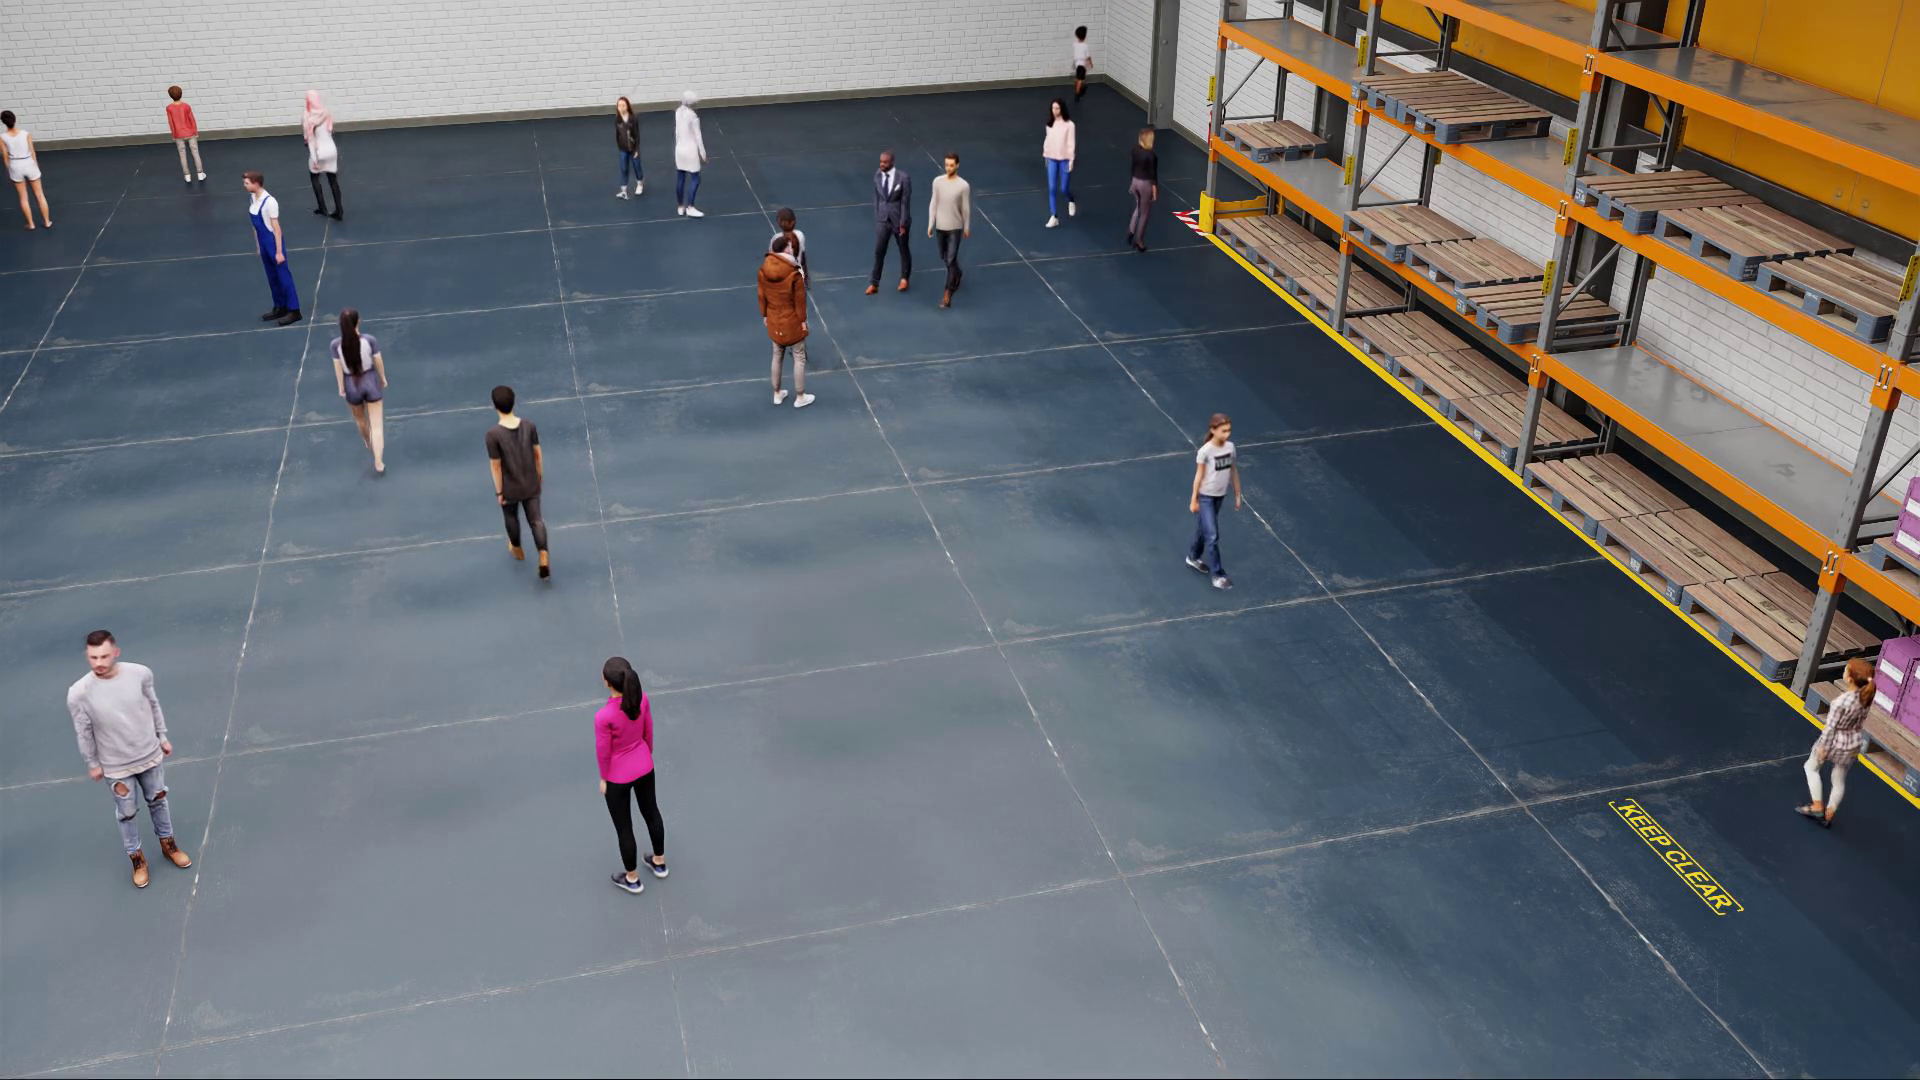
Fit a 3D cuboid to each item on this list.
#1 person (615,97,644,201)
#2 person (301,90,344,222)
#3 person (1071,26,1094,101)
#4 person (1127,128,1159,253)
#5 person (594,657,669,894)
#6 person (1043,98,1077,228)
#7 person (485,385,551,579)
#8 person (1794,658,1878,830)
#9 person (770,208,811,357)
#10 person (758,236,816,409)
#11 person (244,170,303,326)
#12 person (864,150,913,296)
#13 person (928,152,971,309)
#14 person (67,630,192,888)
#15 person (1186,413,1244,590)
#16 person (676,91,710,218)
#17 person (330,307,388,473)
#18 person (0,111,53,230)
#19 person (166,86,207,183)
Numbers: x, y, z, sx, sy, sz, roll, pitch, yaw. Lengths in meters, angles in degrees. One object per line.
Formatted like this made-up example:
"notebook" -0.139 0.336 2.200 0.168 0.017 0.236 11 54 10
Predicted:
"person" -4.749 -5.674 24.086 0.812 1.436 1.038 5 29 8
"person" -8.761 -5.303 23.042 0.922 1.784 0.845 22 35 34
"person" 2.103 -8.350 29.205 0.812 1.231 0.849 17 33 29
"person" 2.329 -4.571 21.829 0.754 1.660 0.646 -18 34 -30
"person" -2.115 1.493 10.674 0.714 1.697 0.676 22 36 35
"person" 1.413 -5.206 22.892 0.937 1.757 0.995 16 33 27
"person" -3.766 -0.470 14.281 0.780 1.689 1.126 -14 32 -24
"person" 6.001 1.411 11.240 0.525 1.299 0.495 -7 29 -13
"person" -1.863 -2.865 18.652 0.827 1.707 0.950 -23 36 -36
"person" -1.828 -2.291 17.465 0.849 1.836 0.900 13 31 22
"person" -8.119 -3.479 19.630 0.699 1.849 0.786 22 35 34
"person" -0.778 -3.936 20.529 1.095 1.789 1.224 10 30 18
"person" -0.113 -3.816 20.262 1.101 1.837 1.259 11 30 19
"person" -5.376 1.371 10.749 0.760 1.838 0.737 -23 36 -36
"person" 2.115 -0.404 14.320 0.744 1.536 0.998 -17 33 -28
"person" -3.811 -5.387 23.225 0.720 1.756 0.836 14 32 25
"person" -5.766 -1.415 16.107 0.622 1.600 1.062 -7 29 -12
"person" -12.845 -5.086 22.814 0.609 1.620 0.594 -15 32 -26
"person" -11.589 -6.079 24.847 0.536 1.417 0.520 -11 30 -19
